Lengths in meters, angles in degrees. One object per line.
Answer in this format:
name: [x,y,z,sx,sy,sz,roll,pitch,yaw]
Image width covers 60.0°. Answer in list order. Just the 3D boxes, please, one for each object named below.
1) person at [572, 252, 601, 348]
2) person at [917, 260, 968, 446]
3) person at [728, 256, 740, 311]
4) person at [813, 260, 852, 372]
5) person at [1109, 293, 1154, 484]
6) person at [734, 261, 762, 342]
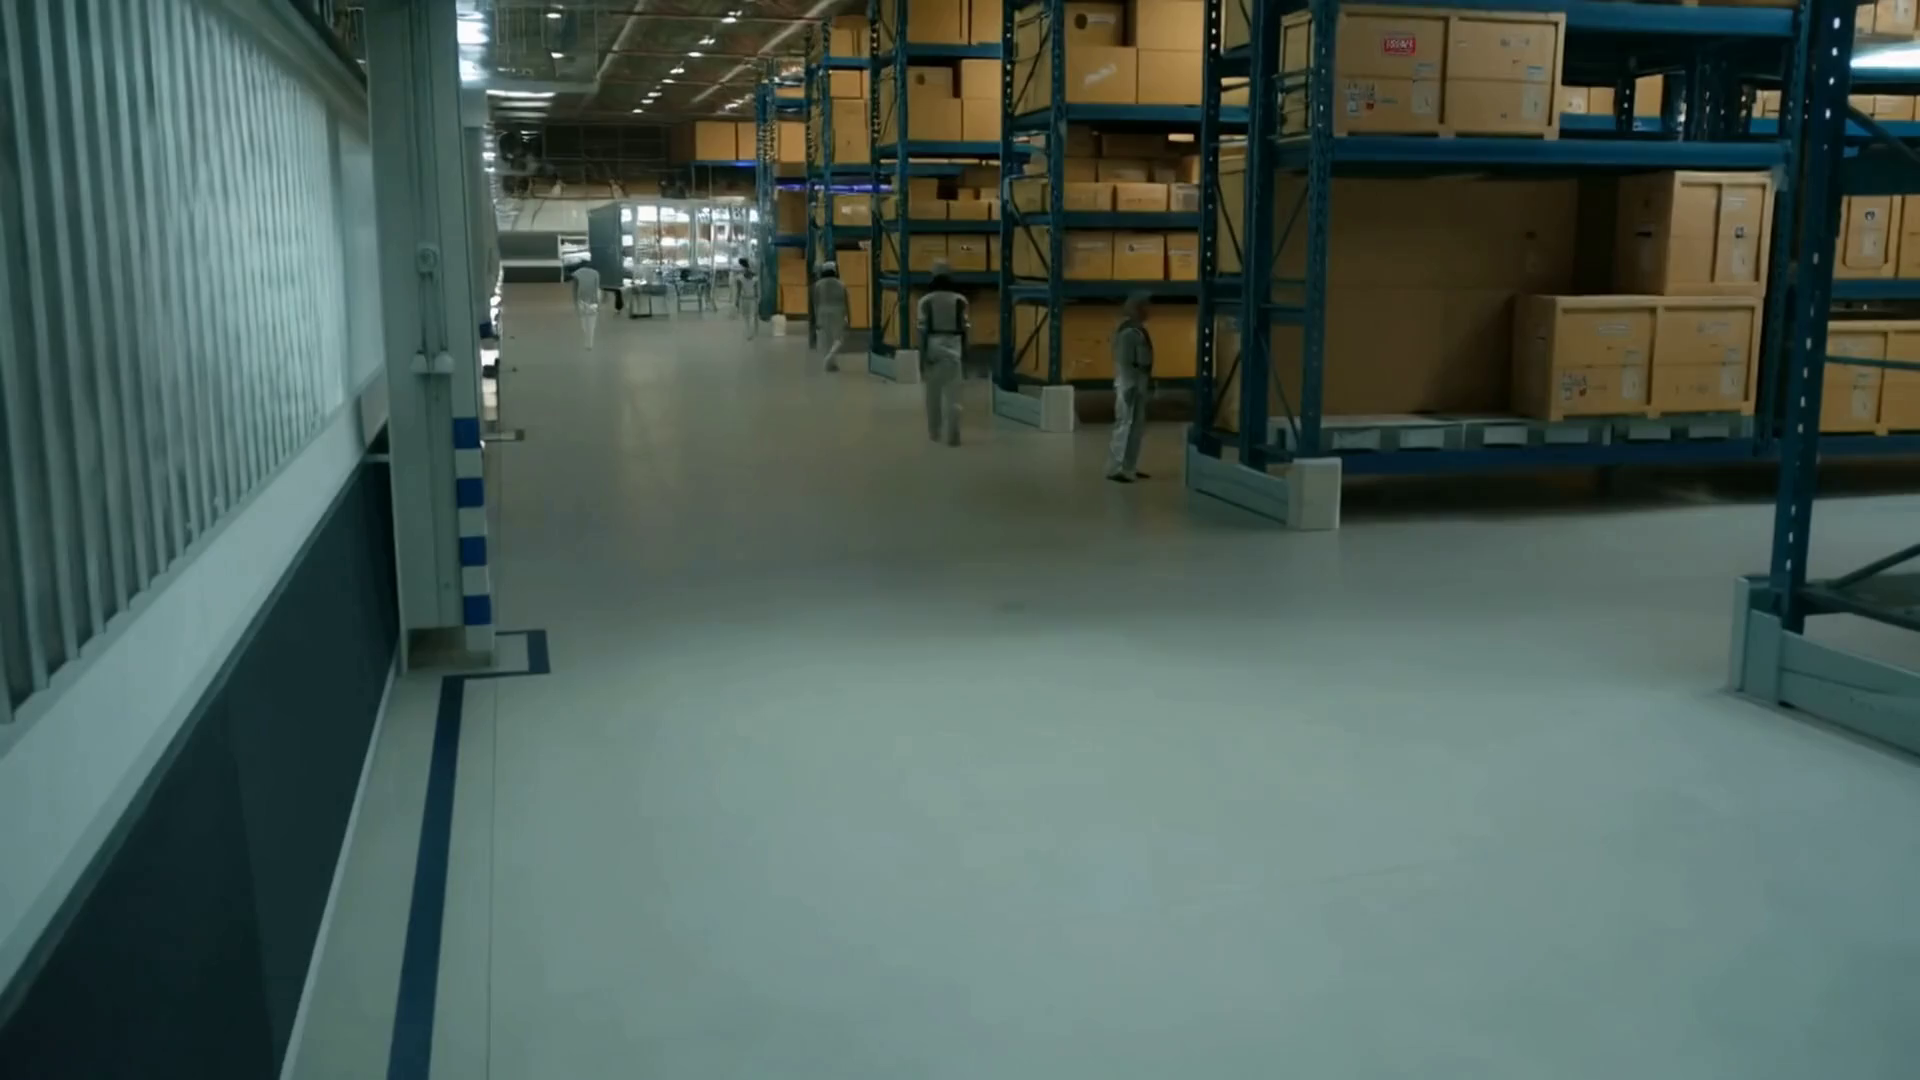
person: [-7.494,-4.801,33.328,0.549,1.910,0.858,-1,10,-6]
person: [-0.169,-1.910,16.989,0.536,1.900,0.966,-1,10,-8]
person: [-6.480,-7.328,48.124,0.485,1.735,0.346,5,11,25]
person: [-2.064,-3.579,26.680,0.599,1.803,0.719,4,11,23]
person: [1.488,-1.294,14.260,0.322,1.627,0.530,5,11,28]
person: [-4.481,-5.050,35.270,0.562,1.710,0.741,-2,10,-13]
